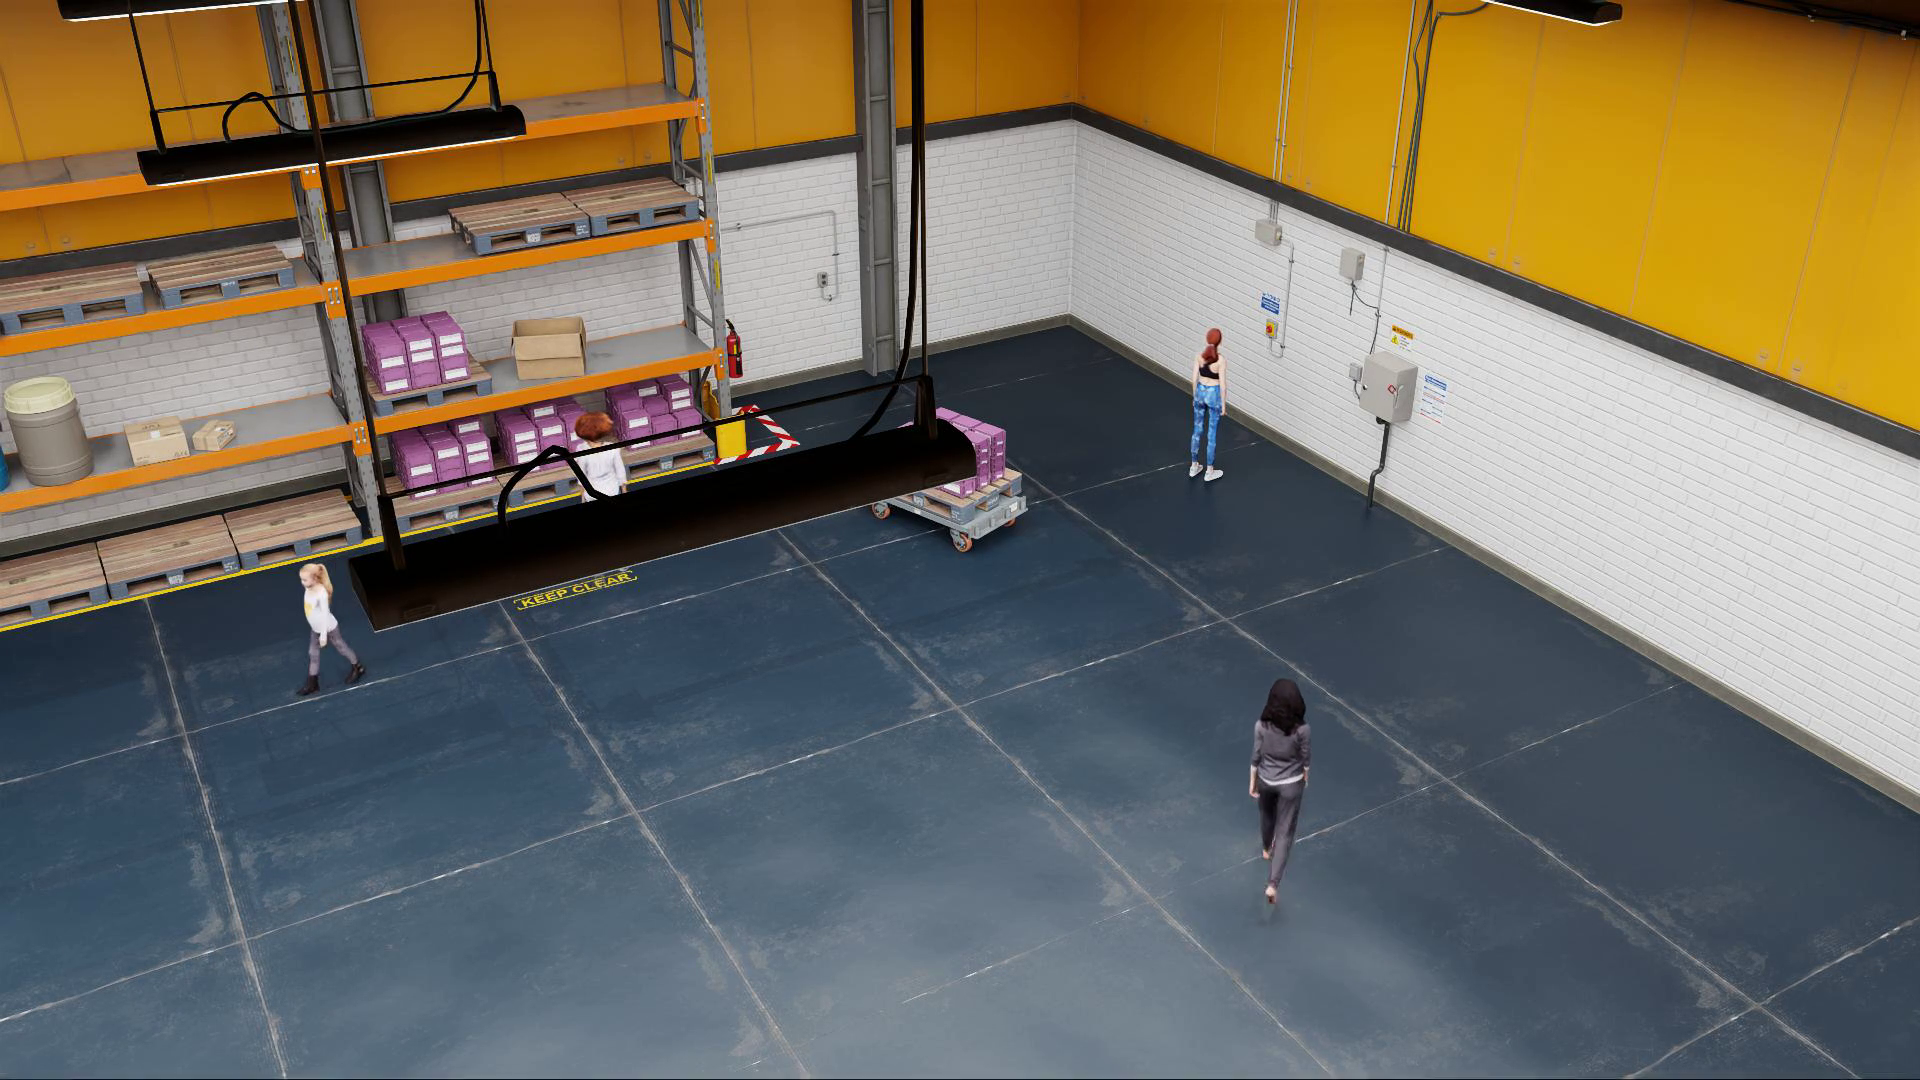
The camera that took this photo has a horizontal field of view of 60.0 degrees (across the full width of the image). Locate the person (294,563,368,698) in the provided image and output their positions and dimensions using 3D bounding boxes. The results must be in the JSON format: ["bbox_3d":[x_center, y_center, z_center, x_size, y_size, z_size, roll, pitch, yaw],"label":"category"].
[{"bbox_3d":[-5.584,0.766,14.785,0.698,1.247,0.952,22,35,34],"label":"person"}]

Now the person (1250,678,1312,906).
[{"bbox_3d":[2.353,1.863,12.271,1.055,1.728,1.171,10,30,17],"label":"person"}]

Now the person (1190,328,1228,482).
[{"bbox_3d":[2.748,-1.513,18.405,0.652,1.782,0.687,21,35,33],"label":"person"}]

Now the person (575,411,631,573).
[{"bbox_3d":[-3.569,-0.482,16.587,0.690,1.713,0.801,-1,29,-2],"label":"person"}]
